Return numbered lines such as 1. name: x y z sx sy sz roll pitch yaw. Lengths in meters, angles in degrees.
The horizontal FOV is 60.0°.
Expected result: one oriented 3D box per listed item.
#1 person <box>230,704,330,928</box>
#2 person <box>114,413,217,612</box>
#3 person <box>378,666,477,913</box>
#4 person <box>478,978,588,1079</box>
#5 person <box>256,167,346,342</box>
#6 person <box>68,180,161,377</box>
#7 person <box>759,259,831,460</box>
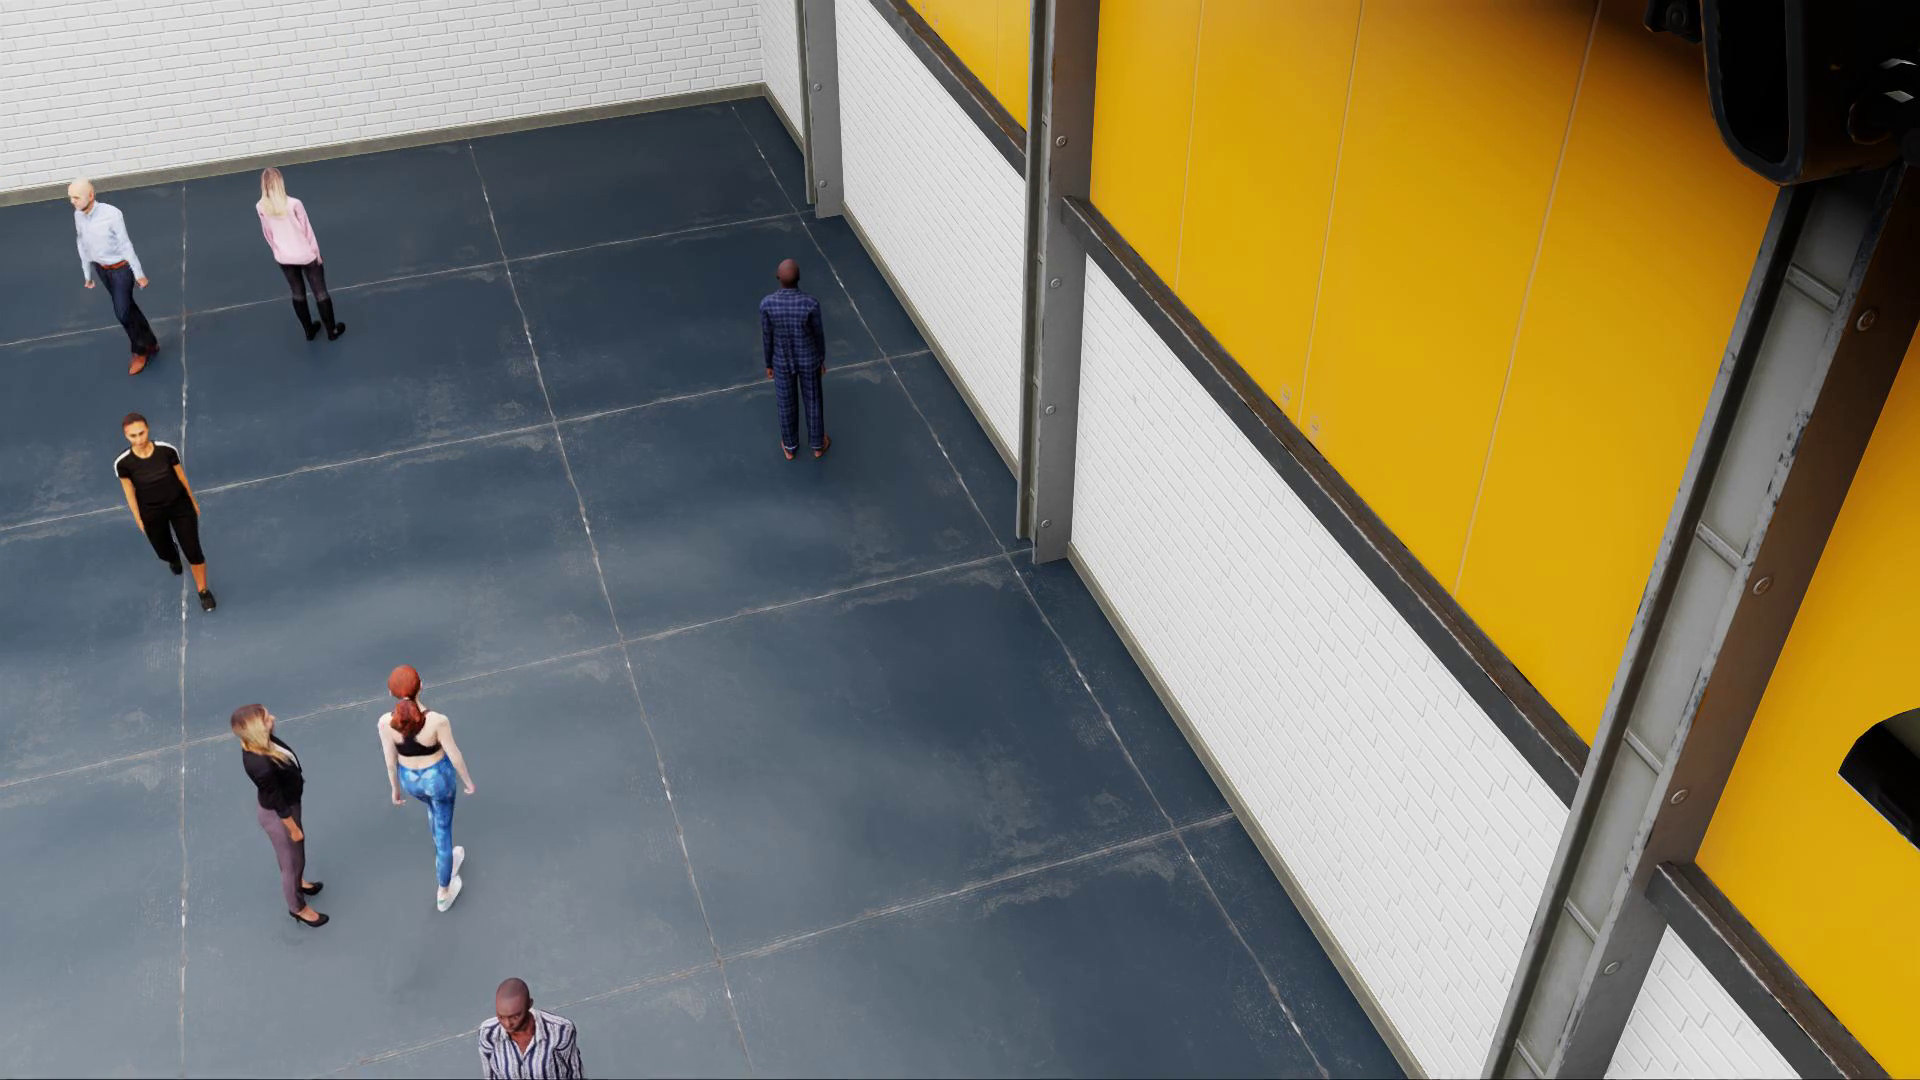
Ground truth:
1. person: -3.977 1.602 9.701 0.663 1.666 0.511 -16 41 -19
2. person: -5.757 -0.255 12.039 0.664 1.651 0.888 -19 42 -23
3. person: -3.122 1.517 9.728 0.739 1.766 0.821 1 39 1
4. person: -2.063 2.741 8.171 0.679 1.795 0.616 -3 39 -4
5. person: -5.946 -2.523 14.850 0.709 1.687 0.717 3 39 4
6. person: -7.351 -2.374 14.593 0.859 1.775 0.922 11 40 14
7. person: -1.318 -1.454 13.406 0.725 1.819 0.701 -2 39 -3
